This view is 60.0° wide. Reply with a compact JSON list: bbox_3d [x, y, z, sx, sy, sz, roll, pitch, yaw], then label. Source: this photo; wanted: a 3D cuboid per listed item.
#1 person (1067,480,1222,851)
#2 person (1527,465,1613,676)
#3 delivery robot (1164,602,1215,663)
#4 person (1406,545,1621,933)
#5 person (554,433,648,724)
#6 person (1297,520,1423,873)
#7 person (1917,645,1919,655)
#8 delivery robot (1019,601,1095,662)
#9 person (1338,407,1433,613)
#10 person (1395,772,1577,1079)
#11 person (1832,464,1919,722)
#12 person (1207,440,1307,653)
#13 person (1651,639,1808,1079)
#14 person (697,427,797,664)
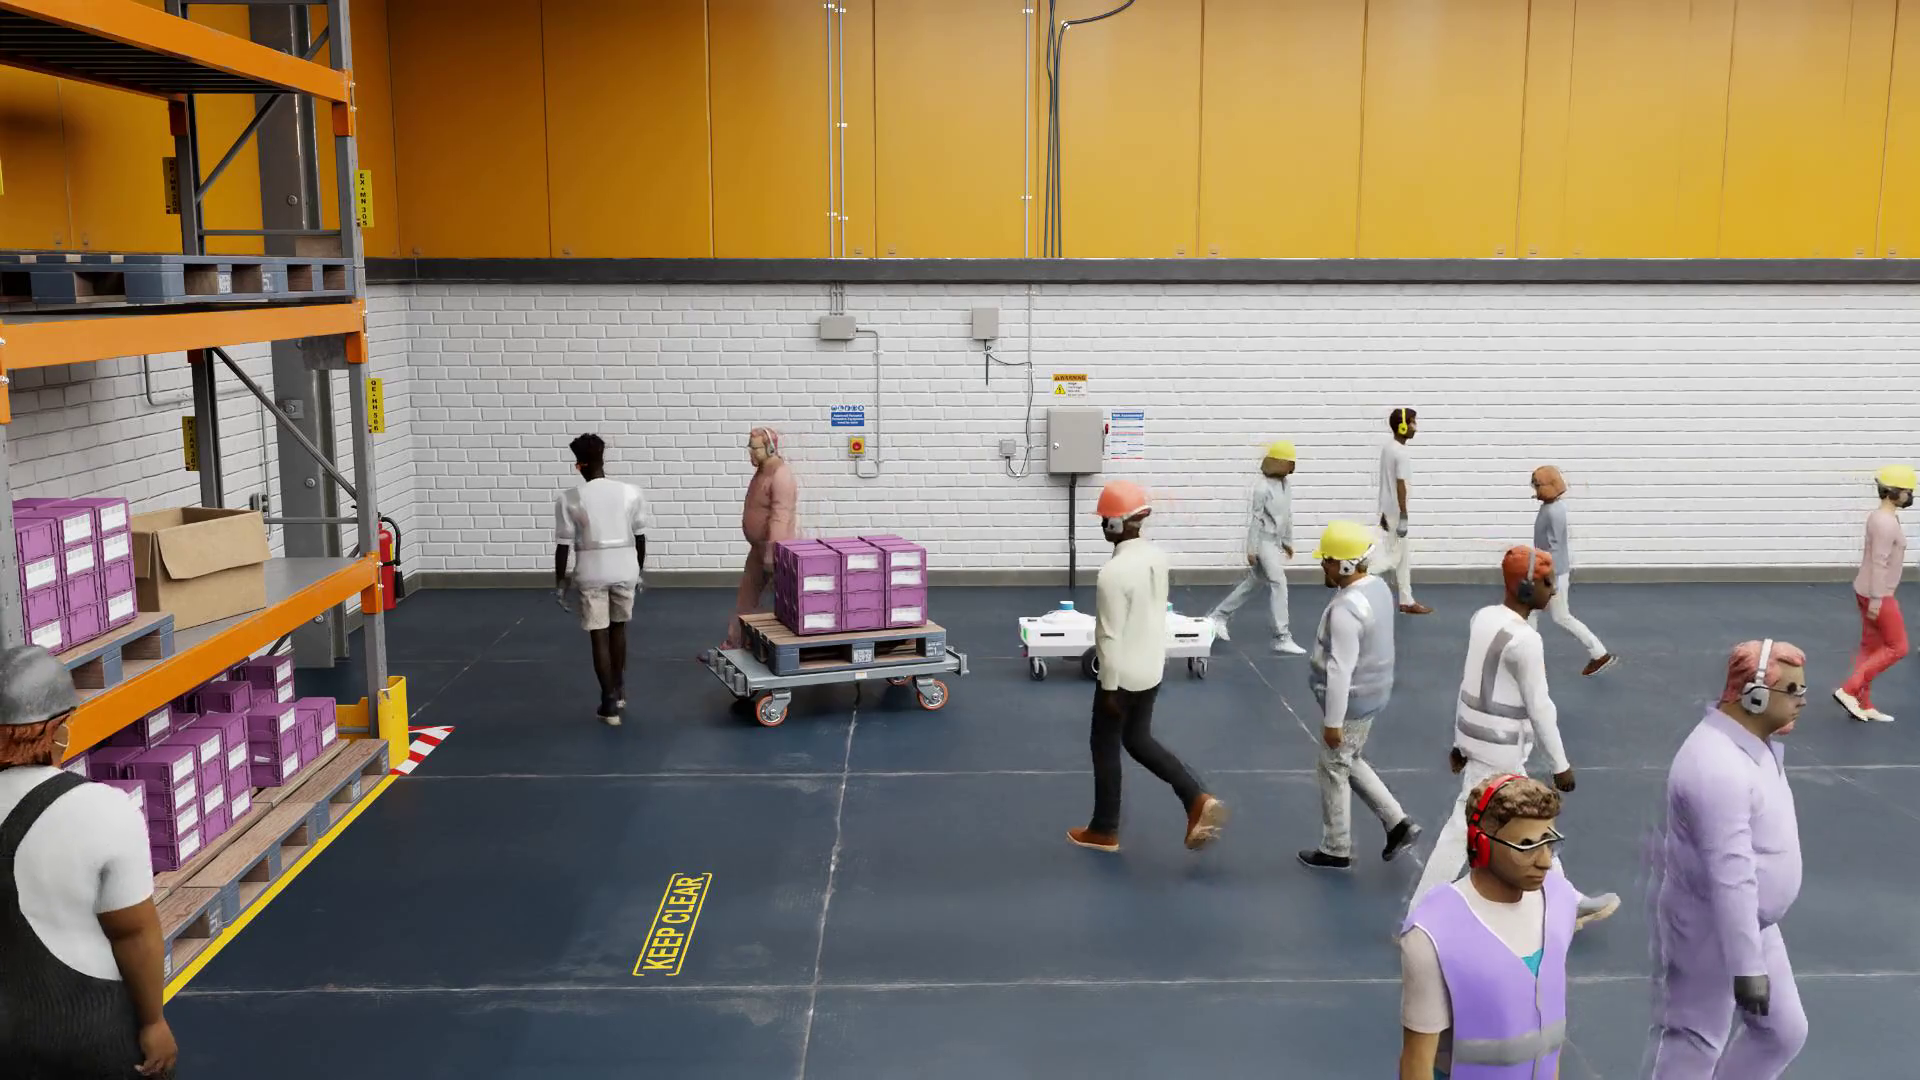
[{"bbox_3d":[0.938,0.676,8.522,0.759,1.970,0.627,6,11,35],"label":"person"},{"bbox_3d":[4.463,0.237,12.341,0.773,1.594,0.507,2,9,9],"label":"person"},{"bbox_3d":[1.523,0.706,12.351,0.707,0.478,0.477,-1,9,-7],"label":"delivery robot"},{"bbox_3d":[2.461,0.930,7.348,1.021,1.826,0.570,0,9,3],"label":"person"},{"bbox_3d":[-2.447,0.238,11.274,0.633,1.932,0.745,-5,10,-28],"label":"person"},{"bbox_3d":[1.981,0.794,8.257,0.510,1.808,0.603,6,11,33],"label":"person"},{"bbox_3d":[7.779,0.097,12.953,0.512,1.675,0.536,0,9,2],"label":"person"},{"bbox_3d":[0.793,0.699,12.396,0.707,0.478,0.477,0,9,-2],"label":"delivery robot"},{"bbox_3d":[3.748,-0.244,14.540,0.800,1.847,0.524,0,9,2],"label":"person"},{"bbox_3d":[1.283,1.453,4.152,0.565,1.837,0.387,-7,11,-36],"label":"person"},{"bbox_3d":[6.151,0.365,11.077,0.357,1.752,0.522,4,10,21],"label":"person"},{"bbox_3d":[2.391,0.025,13.341,0.869,1.703,0.497,6,11,33],"label":"person"},{"bbox_3d":[2.474,1.242,5.289,0.531,1.885,0.642,7,12,37],"label":"person"},{"bbox_3d":[-1.436,0.072,12.590,1.031,1.856,0.639,-4,10,-23],"label":"person"}]
